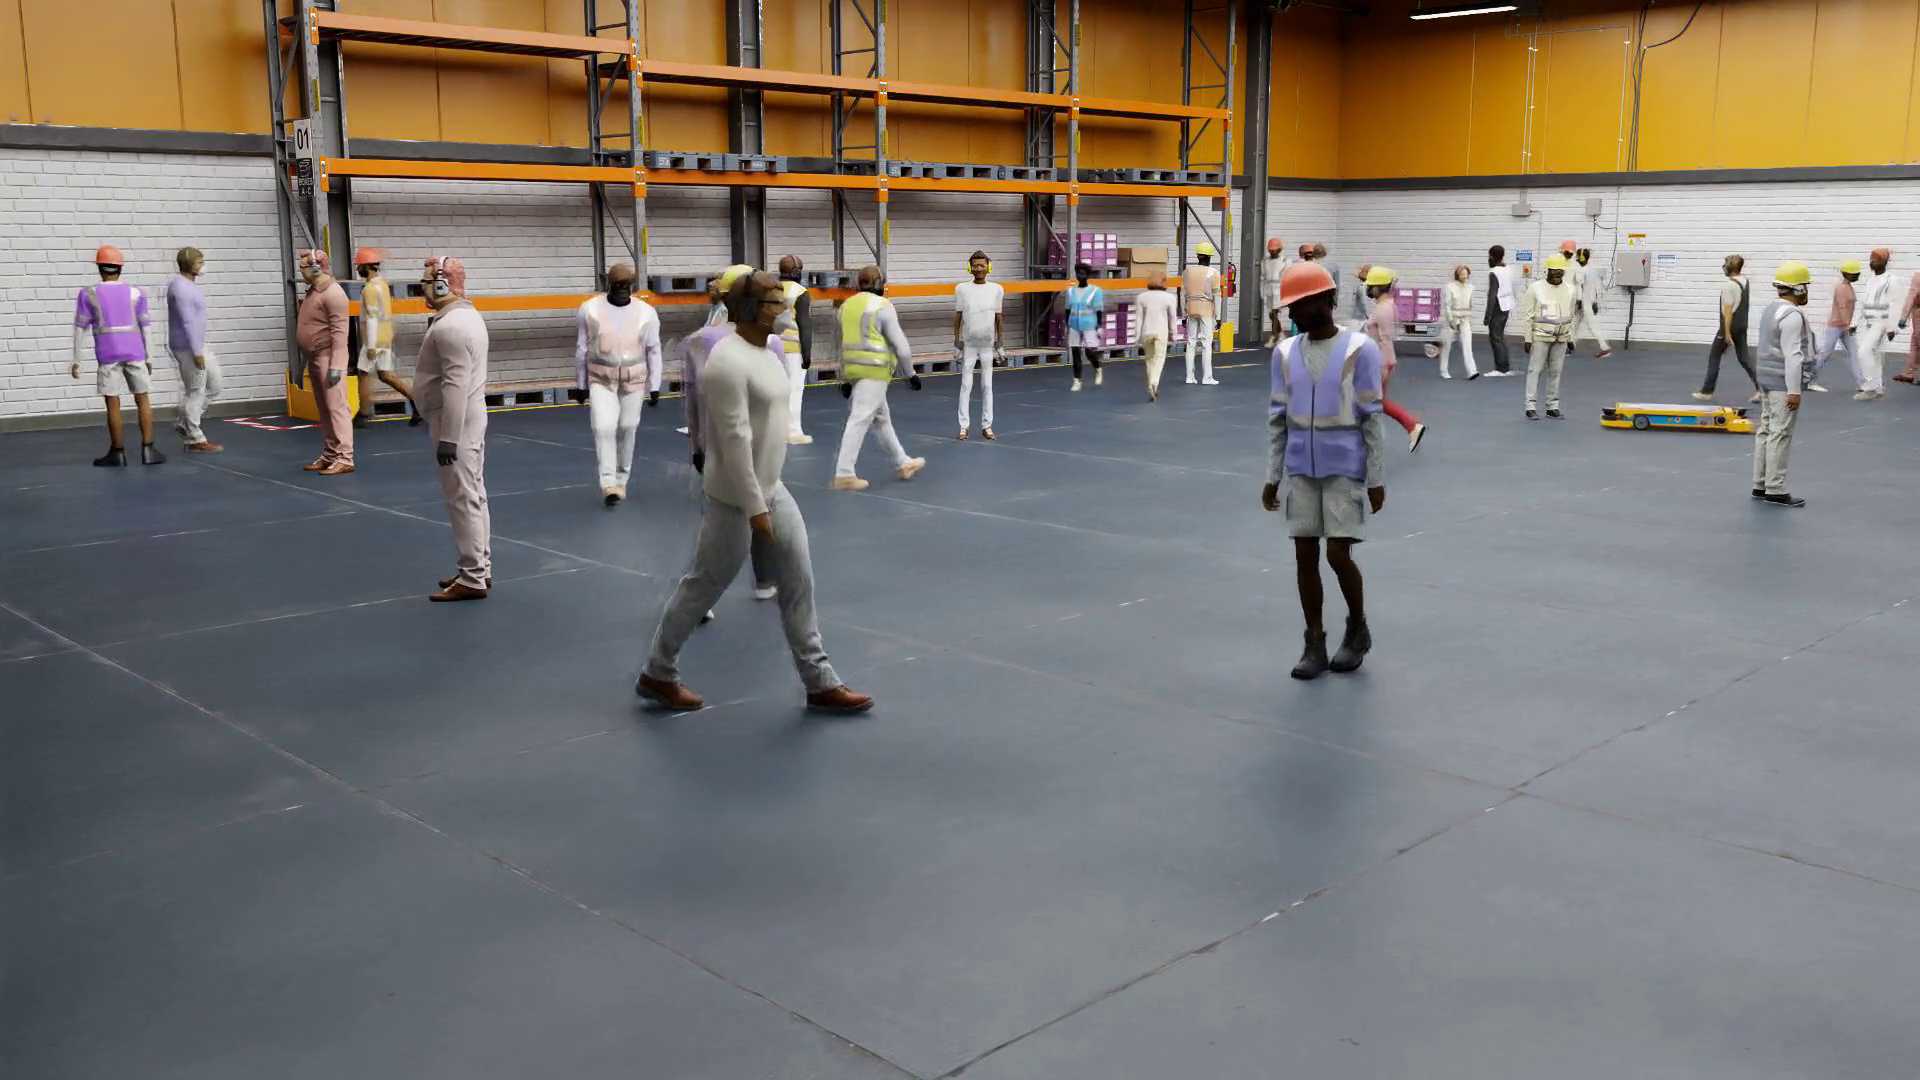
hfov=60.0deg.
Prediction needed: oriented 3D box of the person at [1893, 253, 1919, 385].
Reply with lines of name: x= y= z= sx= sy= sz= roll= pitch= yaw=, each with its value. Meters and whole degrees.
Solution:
person: x=12.975 y=-3.045 z=22.572 sx=0.680 sy=1.876 sz=0.815 roll=-6 pitch=12 yaw=-28

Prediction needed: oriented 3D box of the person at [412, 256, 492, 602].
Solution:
person: x=-2.829 y=-0.616 z=9.270 sx=0.407 sy=1.906 sz=0.655 roll=-1 pitch=10 yaw=-7

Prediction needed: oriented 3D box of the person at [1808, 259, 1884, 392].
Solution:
person: x=11.379 y=-2.728 z=21.340 sx=0.529 sy=1.708 sz=0.911 roll=-9 pitch=14 yaw=-40

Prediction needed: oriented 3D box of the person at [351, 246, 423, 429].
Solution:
person: x=-6.065 y=-2.108 z=17.404 sx=0.864 sy=1.912 sz=0.559 roll=0 pitch=10 yaw=-2

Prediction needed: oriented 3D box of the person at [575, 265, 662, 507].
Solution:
person: x=-2.546 y=-1.148 z=12.476 sx=0.636 sy=1.792 sz=0.947 roll=-3 pitch=11 yaw=-17

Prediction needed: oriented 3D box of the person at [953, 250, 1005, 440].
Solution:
person: x=0.185 y=-1.921 z=16.483 sx=0.518 sy=1.874 sz=0.327 roll=-1 pitch=10 yaw=-6

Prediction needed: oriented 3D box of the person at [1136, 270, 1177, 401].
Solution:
person: x=2.392 y=-2.512 z=20.446 sx=0.509 sy=1.606 sz=0.765 roll=4 pitch=11 yaw=20

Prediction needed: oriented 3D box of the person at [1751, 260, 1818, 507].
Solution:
person: x=6.202 y=-1.174 z=12.498 sx=0.404 sy=1.836 sz=0.600 roll=2 pitch=11 yaw=9

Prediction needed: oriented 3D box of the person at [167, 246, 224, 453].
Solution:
person: x=-7.093 y=-1.755 z=15.425 sx=0.431 sy=1.923 sz=0.638 roll=-2 pitch=11 yaw=-13

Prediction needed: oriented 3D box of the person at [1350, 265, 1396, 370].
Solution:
person: x=5.877 y=-3.182 z=24.130 sx=0.896 sy=1.589 sz=0.498 roll=6 pitch=12 yaw=28

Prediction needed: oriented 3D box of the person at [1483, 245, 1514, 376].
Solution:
person: x=7.743 y=-3.274 z=23.864 sx=0.365 sy=1.878 sz=0.710 roll=7 pitch=13 yaw=34

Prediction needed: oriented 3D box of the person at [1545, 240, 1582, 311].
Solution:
person: x=9.928 y=-3.995 z=27.589 sx=0.626 sy=1.955 sz=0.805 roll=-2 pitch=11 yaw=-13

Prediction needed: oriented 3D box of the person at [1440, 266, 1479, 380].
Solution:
person: x=6.992 y=-3.029 z=23.281 sx=0.506 sy=1.591 sz=0.871 roll=-1 pitch=10 yaw=-8

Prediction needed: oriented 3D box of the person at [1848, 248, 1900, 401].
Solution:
person: x=11.128 y=-2.624 z=20.348 sx=0.578 sy=1.868 sz=0.583 roll=0 pitch=10 yaw=2

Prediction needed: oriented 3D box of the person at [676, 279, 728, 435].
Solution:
person: x=-2.384 y=-1.817 z=16.698 sx=0.866 sy=1.584 sz=0.516 roll=-5 pitch=12 yaw=-26

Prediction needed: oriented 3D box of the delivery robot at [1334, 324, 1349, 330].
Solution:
delivery robot: x=6.541 y=-3.698 z=29.509 sx=0.707 sy=0.478 sz=0.477 roll=2 pitch=11 yaw=12

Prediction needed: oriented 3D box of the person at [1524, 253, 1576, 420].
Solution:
person: x=6.489 y=-2.230 z=18.283 sx=0.600 sy=1.827 sz=0.403 roll=-2 pitch=11 yaw=-10

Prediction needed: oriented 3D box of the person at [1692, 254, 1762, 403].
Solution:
person: x=9.416 y=-2.557 z=20.143 sx=0.509 sy=1.813 sz=0.950 roll=-6 pitch=12 yaw=-28

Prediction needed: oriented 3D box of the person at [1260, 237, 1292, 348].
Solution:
person: x=5.752 y=-4.496 z=30.186 sx=0.616 sy=1.999 sz=0.994 roll=8 pitch=13 yaw=39

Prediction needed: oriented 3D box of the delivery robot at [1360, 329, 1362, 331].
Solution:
delivery robot: x=7.277 y=-3.669 z=29.351 sx=0.707 sy=0.478 sz=0.477 roll=1 pitch=10 yaw=7

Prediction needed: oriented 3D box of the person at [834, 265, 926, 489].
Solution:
person: x=-0.669 y=-1.316 z=13.441 sx=0.992 sy=1.771 sz=0.634 roll=-7 pitch=13 yaw=-34

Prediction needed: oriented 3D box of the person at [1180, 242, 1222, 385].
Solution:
person: x=3.276 y=-3.060 z=22.543 sx=0.593 sy=1.924 sz=0.384 roll=7 pitch=13 yaw=35

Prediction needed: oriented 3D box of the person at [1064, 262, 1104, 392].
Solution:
person: x=1.626 y=-2.763 z=21.596 sx=0.542 sy=1.687 sz=0.473 roll=6 pitch=12 yaw=29

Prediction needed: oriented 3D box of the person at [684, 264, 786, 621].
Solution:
person: x=-1.217 y=-0.526 z=8.887 sx=0.598 sy=1.875 sz=1.021 roll=2 pitch=11 yaw=12

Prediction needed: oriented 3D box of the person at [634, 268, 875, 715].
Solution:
person: x=-0.921 y=-0.184 z=6.979 sx=1.025 sy=1.899 sz=0.626 roll=3 pitch=11 yaw=16

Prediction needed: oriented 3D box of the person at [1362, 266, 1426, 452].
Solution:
person: x=3.877 y=-1.601 z=15.076 sx=0.636 sy=1.746 sz=0.532 roll=3 pitch=11 yaw=14

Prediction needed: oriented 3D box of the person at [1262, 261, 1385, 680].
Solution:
person: x=1.653 y=-0.313 z=7.632 sx=0.588 sy=1.901 sz=0.419 roll=9 pitch=14 yaw=39

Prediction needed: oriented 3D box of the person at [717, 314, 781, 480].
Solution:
person: x=-1.706 y=-1.289 z=13.513 sx=0.533 sy=1.697 sz=0.319 roll=2 pitch=11 yaw=10

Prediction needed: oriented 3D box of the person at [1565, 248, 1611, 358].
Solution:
person: x=10.444 y=-3.939 z=27.678 sx=0.964 sy=1.813 sz=0.554 roll=8 pitch=13 yaw=37

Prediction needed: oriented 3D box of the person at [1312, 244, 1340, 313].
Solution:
person: x=5.930 y=-3.924 z=27.387 sx=0.641 sy=1.888 sz=1.040 roll=1 pitch=10 yaw=7

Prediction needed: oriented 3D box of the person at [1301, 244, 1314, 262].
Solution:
person: x=6.094 y=-4.199 z=28.901 sx=0.628 sy=1.884 sz=0.974 roll=4 pitch=11 yaw=19

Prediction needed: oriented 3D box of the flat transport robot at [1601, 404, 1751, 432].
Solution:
flat transport robot: x=7.489 y=-1.296 z=17.438 sx=1.431 sy=0.197 sz=0.652 roll=4 pitch=11 yaw=21

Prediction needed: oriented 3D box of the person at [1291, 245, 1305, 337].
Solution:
person: x=6.324 y=-4.523 z=30.751 sx=0.564 sy=1.842 sz=0.393 roll=6 pitch=12 yaw=29

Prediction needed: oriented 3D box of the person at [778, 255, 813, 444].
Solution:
person: x=-1.660 y=-1.847 z=16.199 sx=0.619 sy=1.836 sz=0.431 roll=9 pitch=14 yaw=40

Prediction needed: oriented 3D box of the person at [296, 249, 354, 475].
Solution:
person: x=-5.412 y=-1.505 z=14.133 sx=0.403 sy=1.904 sz=0.637 roll=-8 pitch=13 yaw=-37

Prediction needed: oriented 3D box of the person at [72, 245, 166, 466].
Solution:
person: x=-7.417 y=-1.602 z=14.587 sx=0.640 sy=1.933 sz=0.437 roll=-7 pitch=13 yaw=-35
